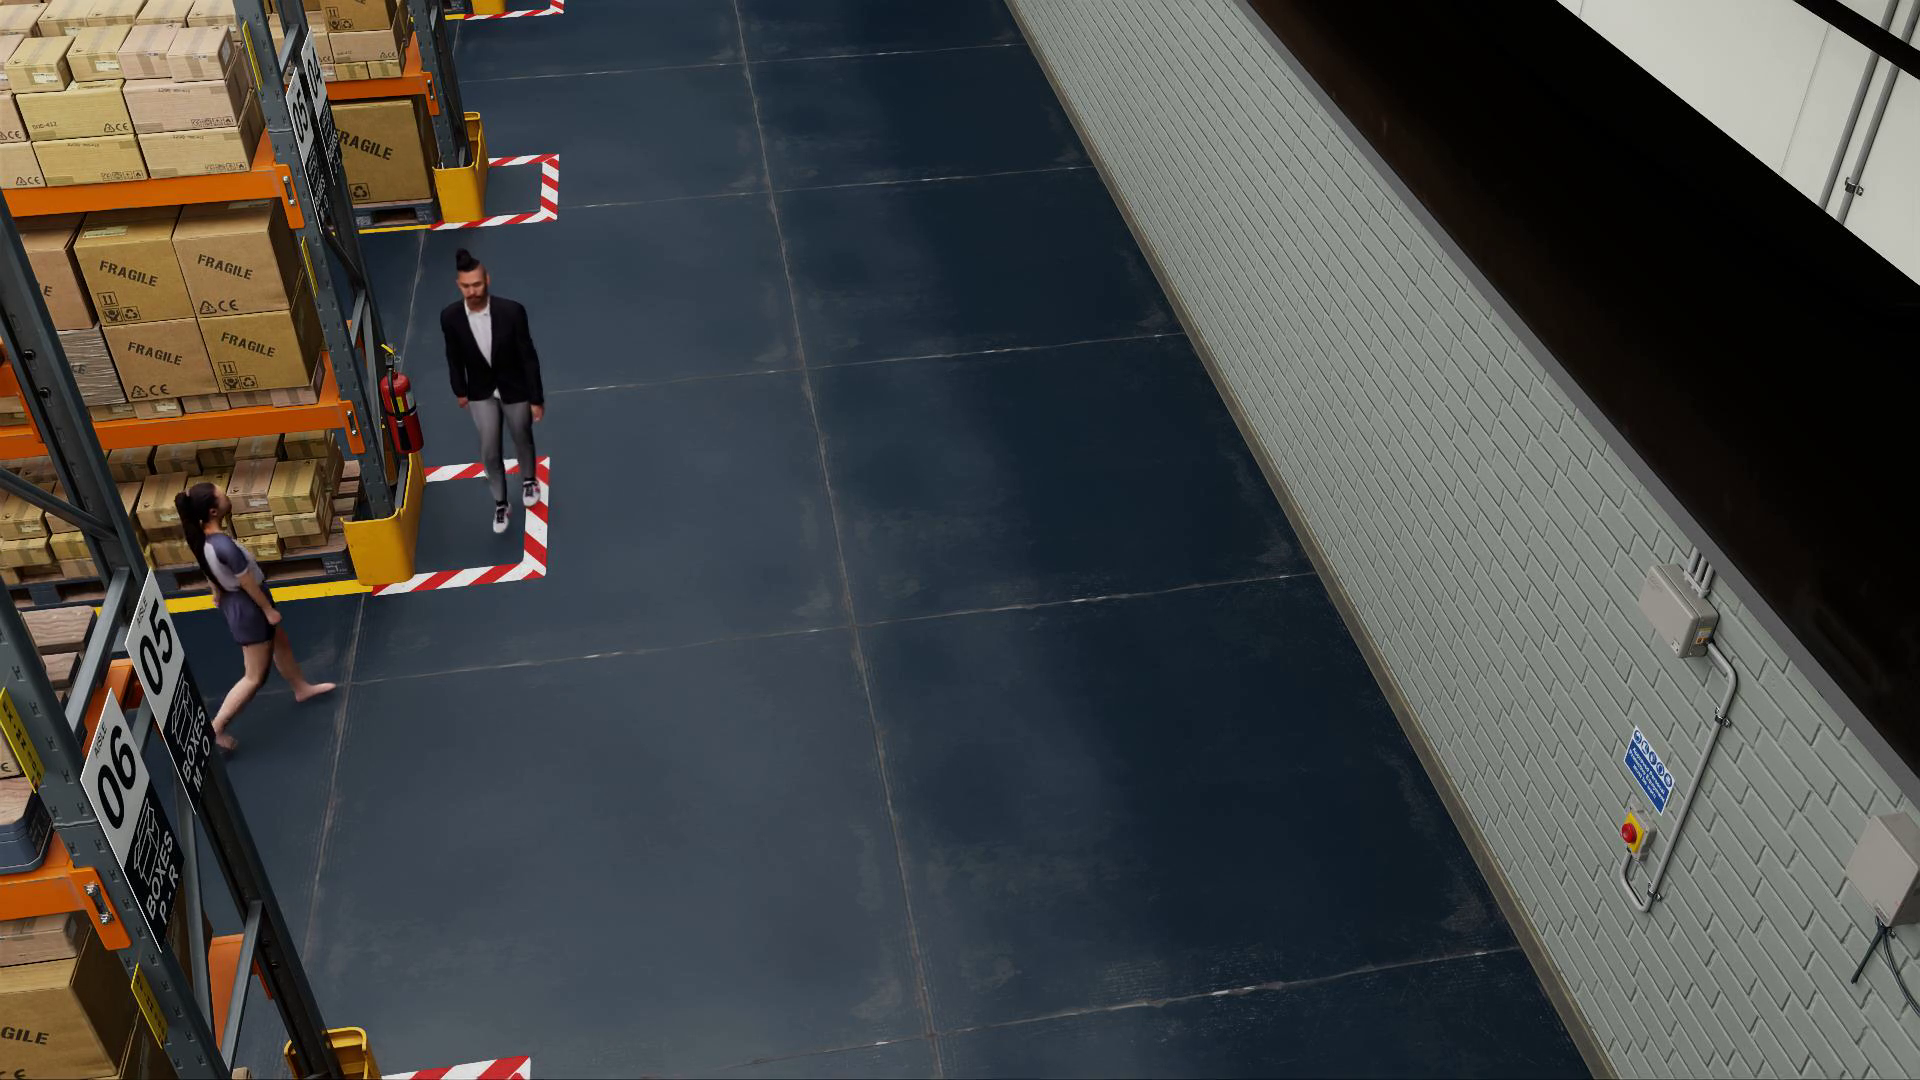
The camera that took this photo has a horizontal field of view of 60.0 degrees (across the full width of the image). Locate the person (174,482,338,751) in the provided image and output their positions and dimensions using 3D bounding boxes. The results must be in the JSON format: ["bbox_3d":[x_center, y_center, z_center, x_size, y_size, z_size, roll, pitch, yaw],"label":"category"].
[{"bbox_3d":[-3.947,0.435,9.003,1.107,1.621,0.937,-28,46,-31],"label":"person"}]

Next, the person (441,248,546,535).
[{"bbox_3d":[-2.937,-1.043,10.642,0.771,1.930,0.804,-6,38,-7],"label":"person"}]
